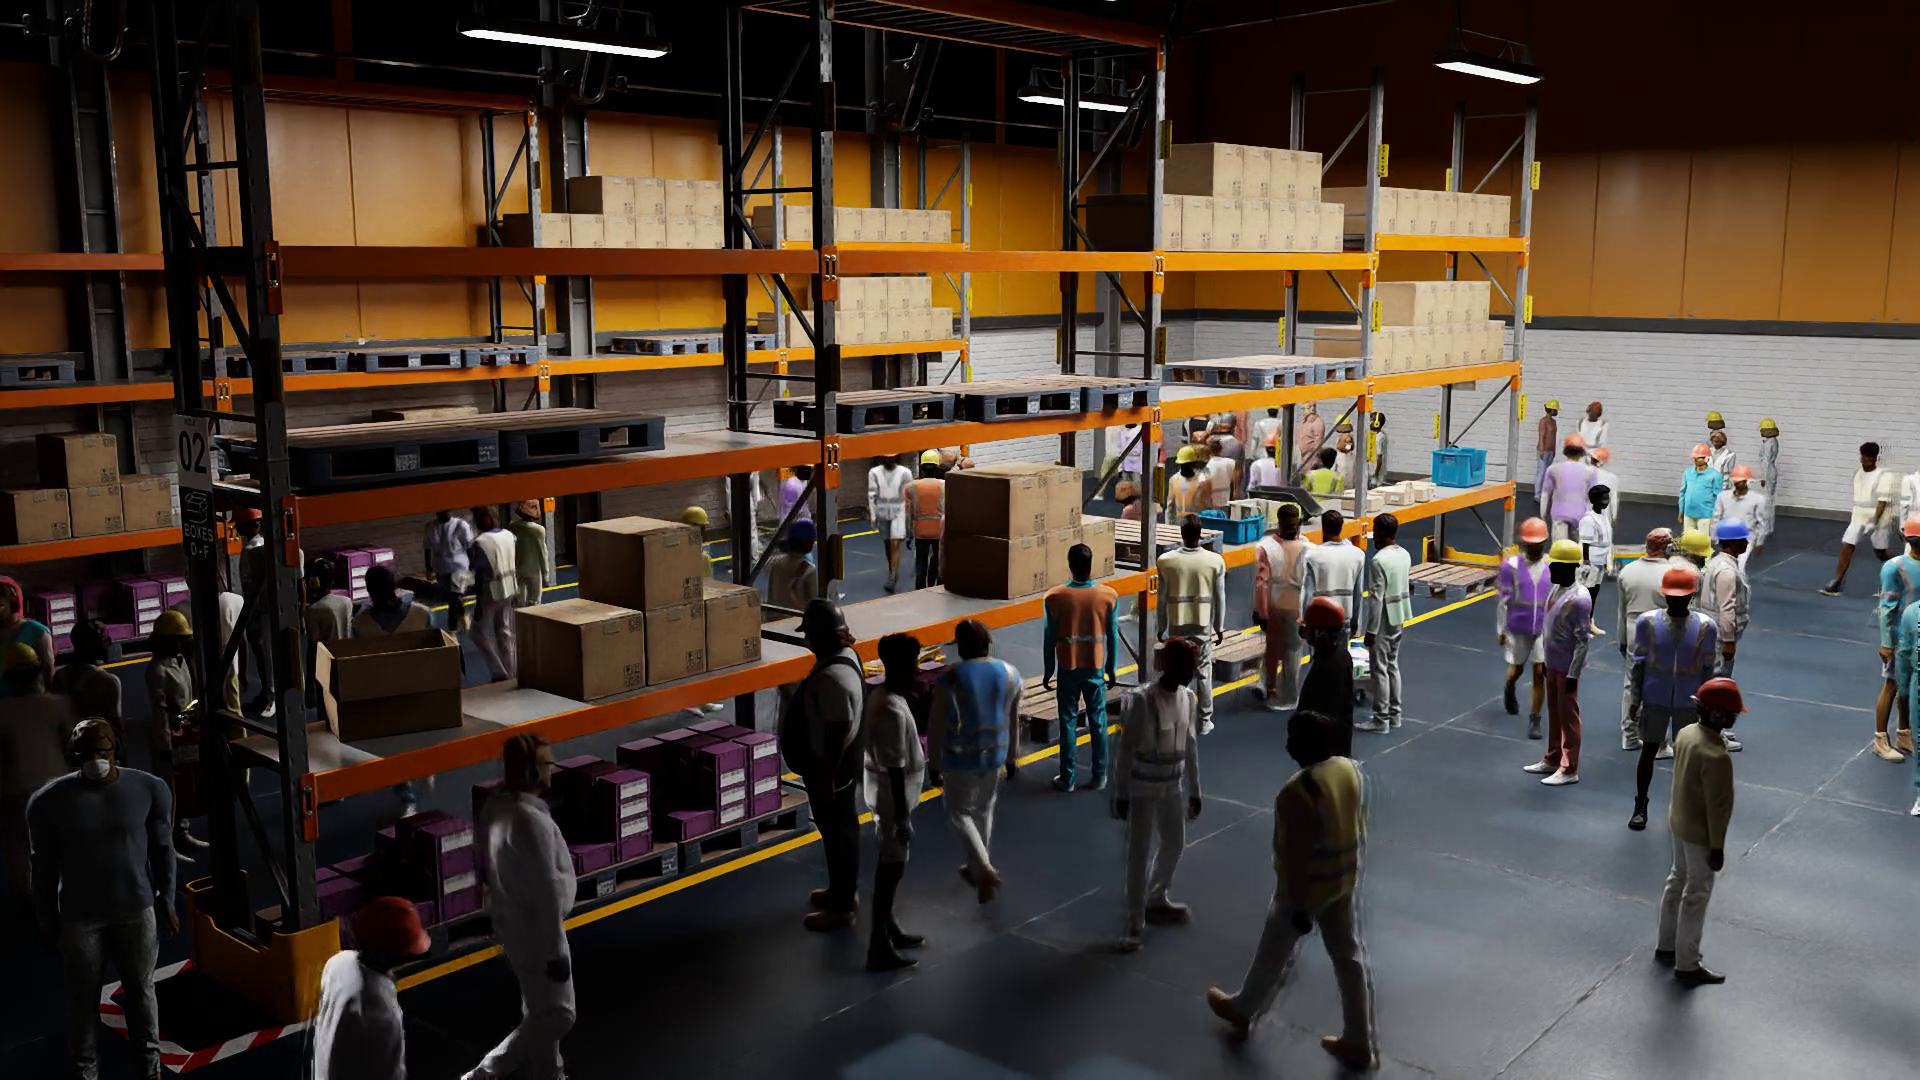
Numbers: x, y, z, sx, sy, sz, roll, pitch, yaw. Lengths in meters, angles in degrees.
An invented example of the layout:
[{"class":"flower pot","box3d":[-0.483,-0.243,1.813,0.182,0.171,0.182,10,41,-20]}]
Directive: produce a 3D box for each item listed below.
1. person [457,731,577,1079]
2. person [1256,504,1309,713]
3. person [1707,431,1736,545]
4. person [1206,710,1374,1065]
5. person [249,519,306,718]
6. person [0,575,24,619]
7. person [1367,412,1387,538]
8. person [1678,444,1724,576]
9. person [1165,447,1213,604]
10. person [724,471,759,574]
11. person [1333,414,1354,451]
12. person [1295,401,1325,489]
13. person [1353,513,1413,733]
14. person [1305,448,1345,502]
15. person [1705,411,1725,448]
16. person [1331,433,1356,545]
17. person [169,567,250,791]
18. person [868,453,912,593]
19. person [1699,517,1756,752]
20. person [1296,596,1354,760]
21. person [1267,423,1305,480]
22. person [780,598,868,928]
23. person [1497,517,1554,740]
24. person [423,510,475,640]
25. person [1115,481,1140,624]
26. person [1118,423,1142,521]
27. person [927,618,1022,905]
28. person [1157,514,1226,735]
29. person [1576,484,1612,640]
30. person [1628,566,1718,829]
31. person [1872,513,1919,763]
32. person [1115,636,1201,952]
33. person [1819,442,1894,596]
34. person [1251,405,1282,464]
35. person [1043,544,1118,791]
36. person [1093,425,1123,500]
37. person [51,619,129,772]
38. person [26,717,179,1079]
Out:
[{"class":"person","box3d":[-2.043,1.830,7.792,0.643,1.889,0.661,-6,11,-31]},{"class":"person","box3d":[2.922,0.607,15.075,0.600,1.906,0.413,-6,11,-32]},{"class":"person","box3d":[10.885,-0.753,23.975,0.513,1.640,0.309,9,13,42]},{"class":"person","box3d":[1.752,1.748,8.578,0.631,1.795,0.950,-8,13,-41]},{"class":"person","box3d":[-6.088,0.670,14.840,0.509,1.860,0.334,0,10,-1]},{"class":"person","box3d":[-7.722,0.964,13.199,0.665,1.815,0.617,0,10,-3]},{"class":"person","box3d":[6.111,-0.952,24.480,0.323,1.871,0.528,3,10,16]},{"class":"person","box3d":[9.456,-0.364,21.315,0.334,1.749,0.575,-6,11,-31]},{"class":"person","box3d":[2.792,-0.212,20.065,0.594,1.873,1.014,9,13,42]},{"class":"person","box3d":[-2.861,-0.416,21.663,0.488,1.740,0.317,-8,12,-38]},{"class":"person","box3d":[5.871,-1.062,25.550,0.321,1.738,0.487,7,12,35]},{"class":"person","box3d":[5.508,-1.288,26.383,0.410,1.907,0.642,-3,10,-15]},{"class":"person","box3d":[3.700,0.718,14.411,0.408,1.907,0.600,7,12,36]},{"class":"person","box3d":[4.744,-0.370,21.646,0.541,1.648,0.868,5,11,29]},{"class":"person","box3d":[11.807,-1.155,26.097,0.321,1.736,0.485,3,10,18]},{"class":"person","box3d":[5.482,-0.718,23.809,0.504,1.629,0.277,-4,10,-23]},{"class":"person","box3d":[-5.665,1.047,12.621,0.377,1.841,0.567,8,12,40]},{"class":"person","box3d":[-0.855,-0.316,20.682,0.543,1.881,1.019,1,10,8]},{"class":"person","box3d":[6.390,0.776,13.921,0.384,1.951,0.605,3,10,16]},{"class":"person","box3d":[2.272,1.335,10.450,0.379,1.995,0.611,4,10,24]},{"class":"person","box3d":[4.997,-1.000,25.591,0.524,1.596,0.848,7,12,37]},{"class":"person","box3d":[-0.833,1.350,10.225,0.535,2.000,0.688,0,10,3]},{"class":"person","box3d":[4.931,0.721,14.410,0.545,1.912,0.774,2,10,10]},{"class":"person","box3d":[-5.414,0.279,17.781,0.543,1.662,0.822,2,10,10]},{"class":"person","box3d":[1.932,0.145,18.700,0.411,1.607,0.543,2,10,14]},{"class":"person","box3d":[2.595,-1.094,25.190,0.391,1.919,0.585,-8,12,-39]},{"class":"person","box3d":[0.112,1.405,10.590,0.637,1.827,0.754,-5,11,-26]},{"class":"person","box3d":[1.977,0.728,14.294,0.593,1.922,0.391,1,10,6]},{"class":"person","box3d":[6.837,0.230,17.965,0.321,1.689,0.531,9,13,42]},{"class":"person","box3d":[5.058,1.134,11.826,0.551,1.935,0.372,4,10,20]},{"class":"person","box3d":[7.759,0.790,13.547,0.614,2.046,0.362,-3,10,-20]},{"class":"person","box3d":[1.170,1.494,9.954,0.689,1.853,0.365,-8,12,-40]},{"class":"person","box3d":[11.003,-0.241,20.133,0.961,1.910,0.606,-4,10,-21]},{"class":"person","box3d":[4.991,-1.326,26.733,0.593,1.883,1.009,0,10,-1]},{"class":"person","box3d":[0.923,0.985,12.779,0.590,1.916,0.394,-1,10,-6]},{"class":"person","box3d":[2.592,-1.448,28.284,0.643,1.625,0.516,7,12,37]},{"class":"person","box3d":[-5.450,1.406,10.490,0.502,1.839,0.344,3,10,18]},{"class":"person","box3d":[-4.063,1.784,7.939,0.627,1.940,0.373,-6,11,-31]}]
